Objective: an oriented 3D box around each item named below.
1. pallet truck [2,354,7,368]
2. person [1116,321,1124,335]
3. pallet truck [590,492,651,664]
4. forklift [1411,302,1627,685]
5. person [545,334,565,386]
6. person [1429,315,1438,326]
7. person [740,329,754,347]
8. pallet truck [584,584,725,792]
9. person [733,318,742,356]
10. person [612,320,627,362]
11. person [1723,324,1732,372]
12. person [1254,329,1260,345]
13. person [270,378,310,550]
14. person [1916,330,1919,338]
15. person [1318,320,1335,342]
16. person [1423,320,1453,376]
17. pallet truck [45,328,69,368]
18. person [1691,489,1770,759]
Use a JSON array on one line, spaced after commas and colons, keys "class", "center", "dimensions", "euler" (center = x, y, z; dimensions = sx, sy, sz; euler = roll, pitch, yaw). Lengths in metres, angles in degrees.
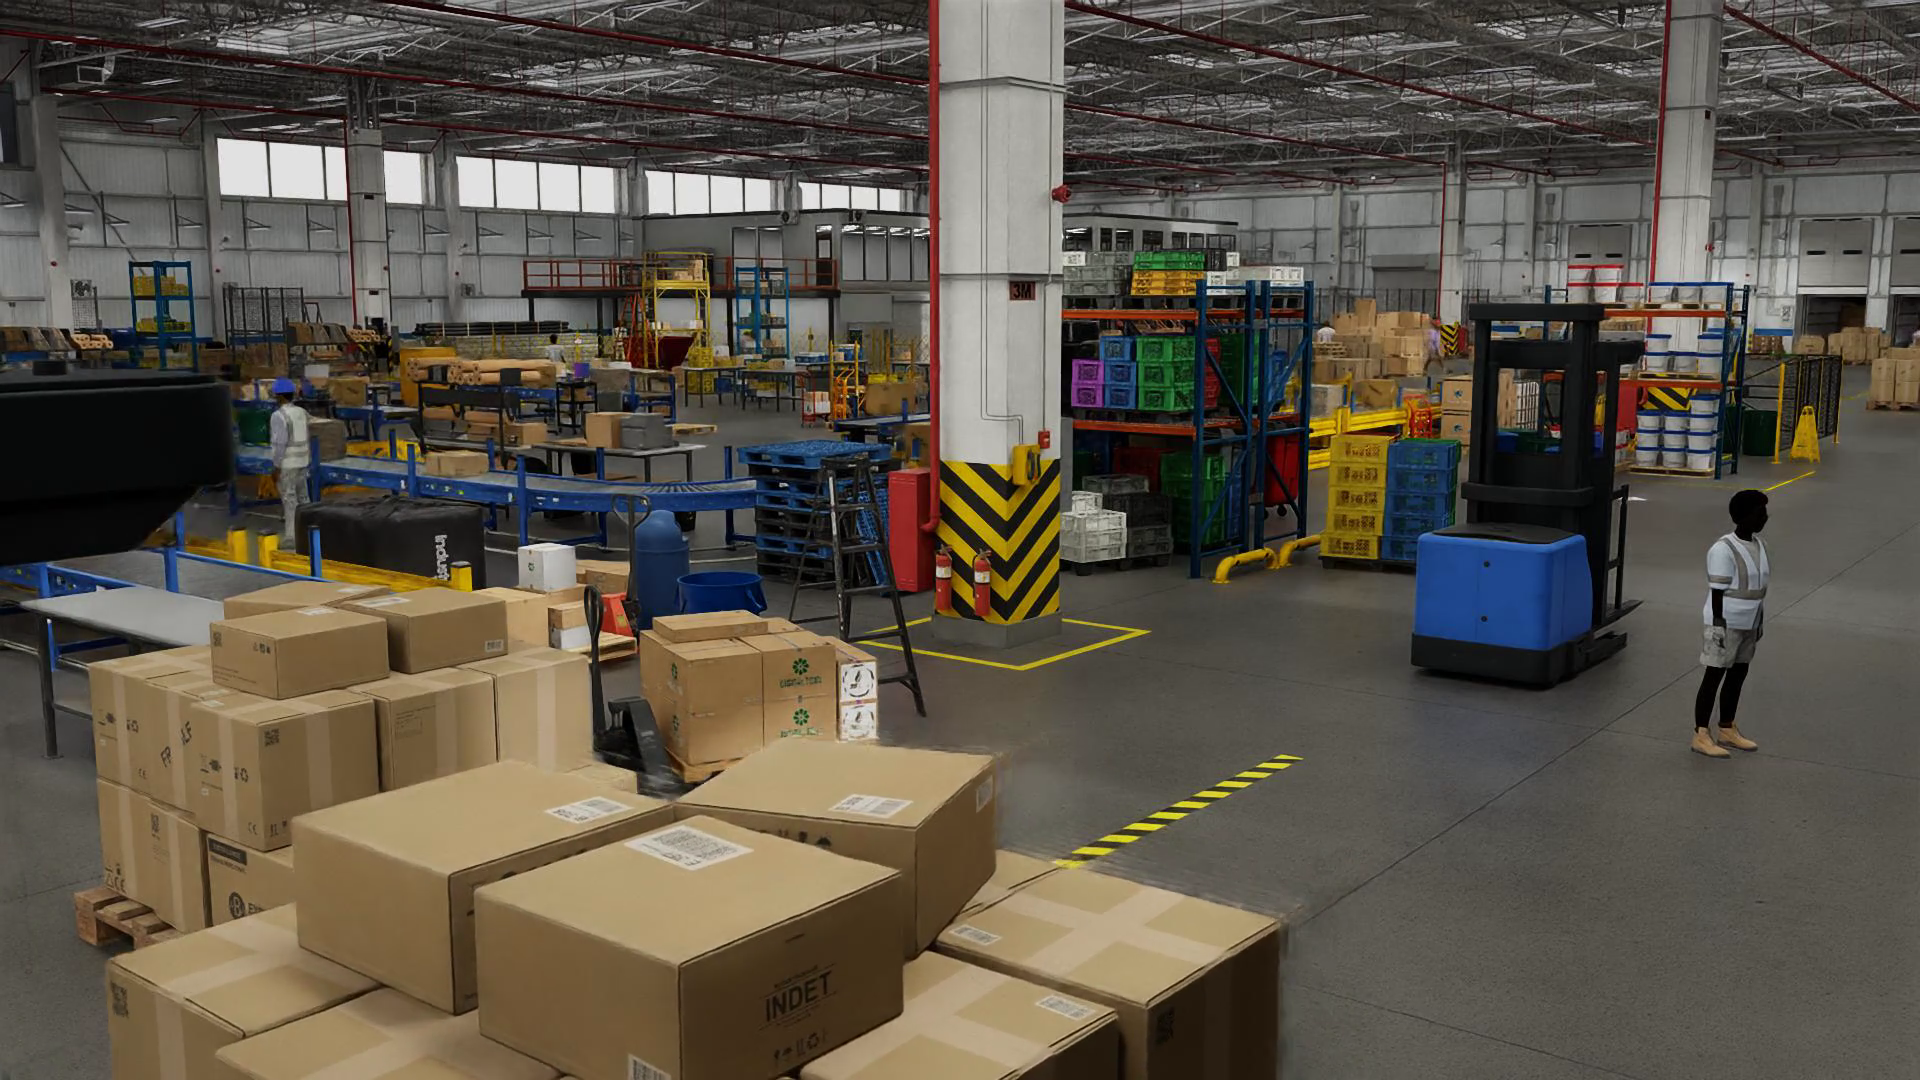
[{"class": "pallet truck", "center": [-24.881, -4.417, 42.634], "dimensions": [1.885, 1.965, 0.823], "euler": [8, 11, 41]}, {"class": "person", "center": [5.607, -6.738, 58.487], "dimensions": [0.357, 1.937, 0.551], "euler": [5, 10, 31]}, {"class": "pallet truck", "center": [-3.115, 0.344, 12.883], "dimensions": [0.653, 1.274, 1.630], "euler": [7, 11, 37]}, {"class": "forklift", "center": [4.379, -0.438, 12.852], "dimensions": [1.129, 2.768, 1.873], "euler": [7, 11, 37]}, {"class": "person", "center": [-10.712, -4.535, 44.011], "dimensions": [0.521, 1.836, 0.918], "euler": [-1, 9, -9]}, {"class": "person", "center": [22.439, -9.742, 78.768], "dimensions": [0.585, 1.928, 0.368], "euler": [-5, 10, -30]}, {"class": "person", "center": [-7.096, -6.199, 55.473], "dimensions": [0.536, 1.754, 0.541], "euler": [-5, 10, -32]}, {"class": "pallet truck", "center": [-1.426, 0.805, 10.019], "dimensions": [1.601, 1.201, 0.680], "euler": [-4, 9, -26]}, {"class": "person", "center": [-9.066, -8.035, 67.349], "dimensions": [0.459, 1.910, 0.587], "euler": [5, 10, 31]}, {"class": "person", "center": [-12.985, -7.463, 63.554], "dimensions": [0.576, 1.883, 0.352], "euler": [0, 8, 2]}, {"class": "person", "center": [27.147, -6.788, 59.126], "dimensions": [0.794, 1.842, 0.564], "euler": [3, 9, 22]}, {"class": "person", "center": [15.447, -10.882, 86.497], "dimensions": [0.615, 1.922, 0.872], "euler": [-6, 10, -35]}, {"class": "person", "center": [-7.594, -0.864, 18.849], "dimensions": [0.390, 1.946, 0.614], "euler": [1, 9, 10]}, {"class": "person", "center": [34.883, -6.912, 60.101], "dimensions": [0.626, 1.802, 0.897], "euler": [-5, 10, -30]}, {"class": "person", "center": [13.071, -6.874, 59.410], "dimensions": [0.627, 1.936, 0.376], "euler": [0, 8, 0]}, {"class": "person", "center": [16.762, -6.728, 58.298], "dimensions": [0.617, 1.966, 1.136], "euler": [-7, 11, -40]}, {"class": "pallet truck", "center": [-23.775, -4.544, 43.495], "dimensions": [1.885, 1.965, 0.823], "euler": [6, 10, 35]}, {"class": "person", "center": [4.851, 0.518, 10.410], "dimensions": [0.534, 1.694, 0.321], "euler": [-5, 10, -33]}]
